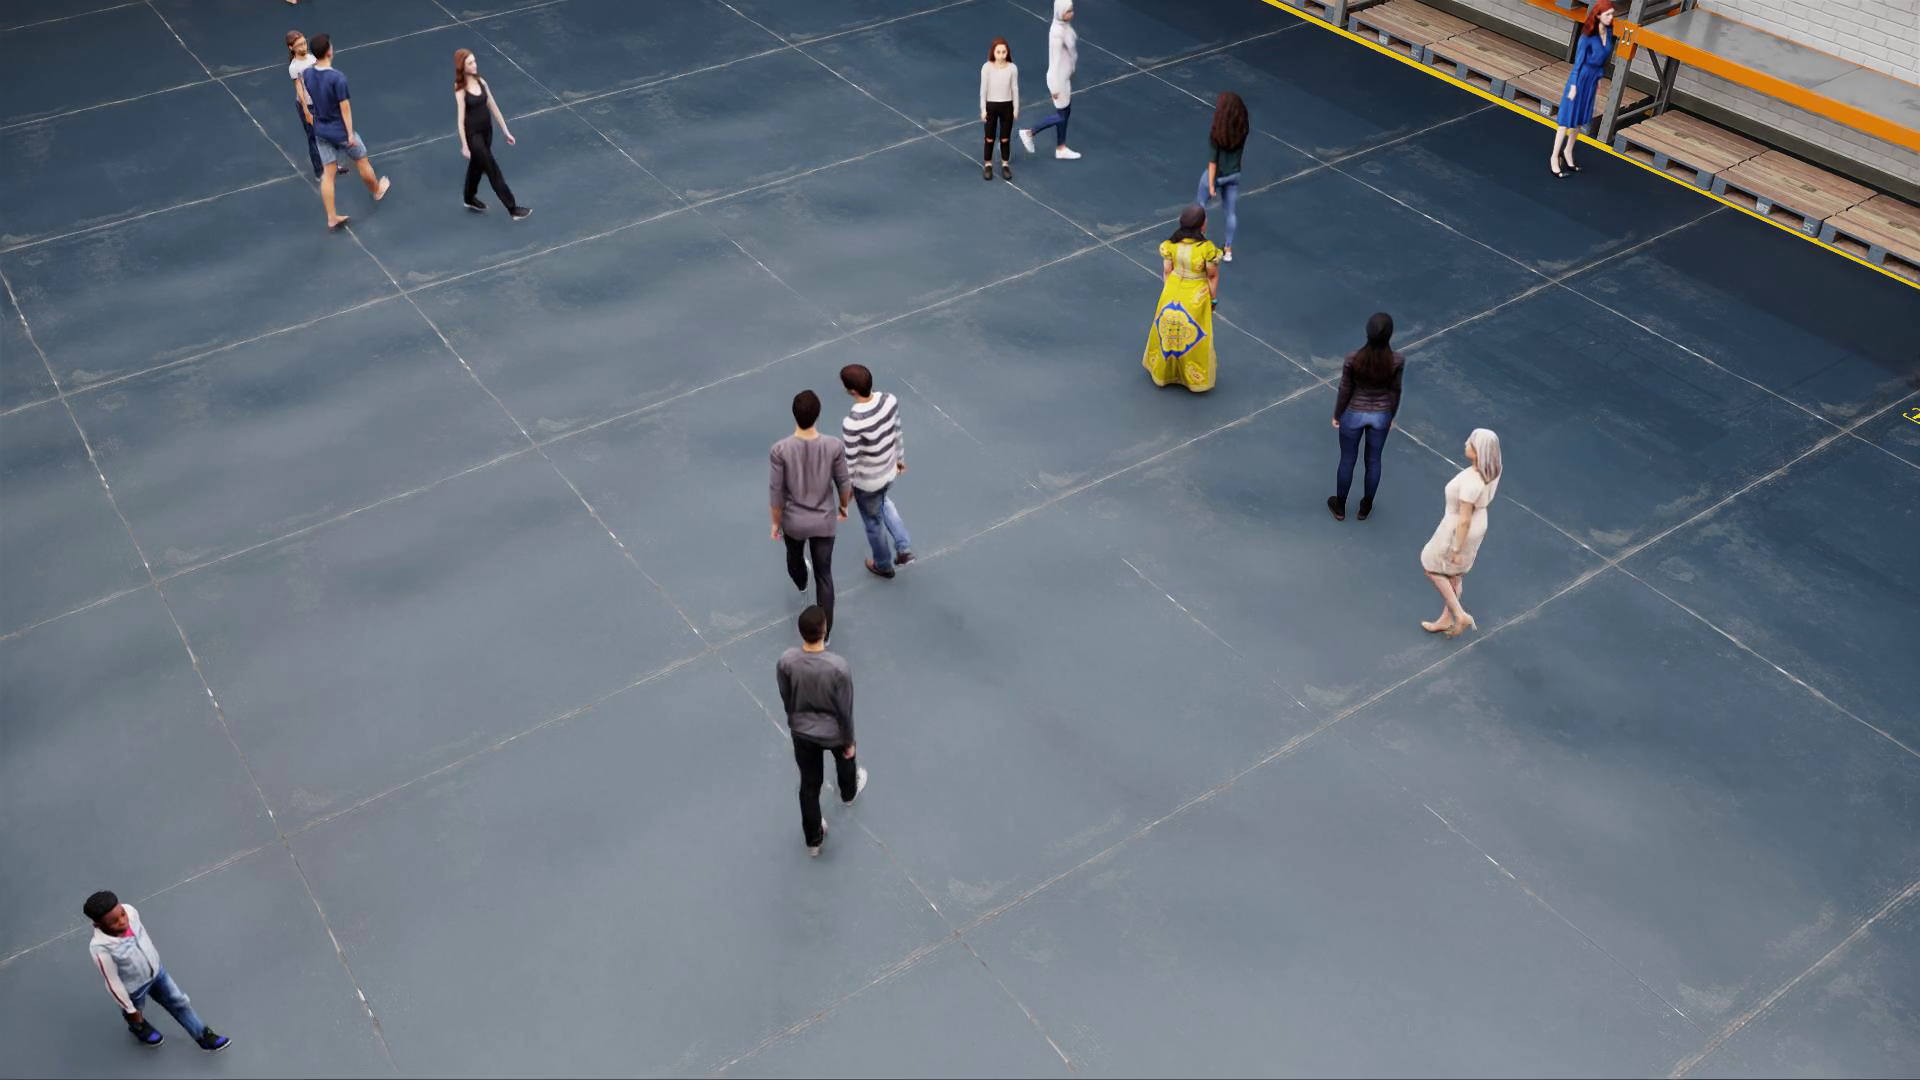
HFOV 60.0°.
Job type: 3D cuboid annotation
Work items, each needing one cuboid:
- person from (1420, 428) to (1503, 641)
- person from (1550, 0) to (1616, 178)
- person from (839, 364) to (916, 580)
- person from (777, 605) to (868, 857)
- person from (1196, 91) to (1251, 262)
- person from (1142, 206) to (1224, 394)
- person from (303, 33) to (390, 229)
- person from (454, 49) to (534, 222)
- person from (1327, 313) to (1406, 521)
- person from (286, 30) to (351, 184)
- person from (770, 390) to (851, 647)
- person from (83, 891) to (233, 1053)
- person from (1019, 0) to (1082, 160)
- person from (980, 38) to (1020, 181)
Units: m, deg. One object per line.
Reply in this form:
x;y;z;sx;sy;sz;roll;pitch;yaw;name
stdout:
3.456;0.011;11.200;0.760;1.725;0.676;29;47;31;person
6.327;-4.597;16.888;0.618;1.828;0.587;-20;43;-24;person
-0.535;-0.419;11.656;0.757;1.829;0.787;-31;48;-33;person
-0.836;1.173;9.736;0.972;1.736;1.028;7;39;8;person
2.505;-3.363;15.538;0.728;1.585;1.033;-14;41;-17;person
1.883;-1.990;13.759;0.934;1.659;1.054;17;42;20;person
-6.070;-3.891;16.028;1.129;1.798;1.163;8;39;10;person
-4.758;-3.936;16.168;1.172;1.694;0.984;14;41;16;person
3.006;-0.904;12.322;0.692;1.756;0.733;3;39;4;person
-6.574;-4.415;16.873;0.671;1.563;0.625;11;40;14;person
-1.022;-0.086;11.257;1.045;1.808;1.227;-7;39;-8;person
-4.388;2.276;8.765;0.933;1.227;0.785;14;41;17;person
0.947;-4.719;17.096;1.008;1.759;0.947;5;39;6;person
0.394;-4.398;16.914;0.624;1.485;0.646;-2;39;-2;person
